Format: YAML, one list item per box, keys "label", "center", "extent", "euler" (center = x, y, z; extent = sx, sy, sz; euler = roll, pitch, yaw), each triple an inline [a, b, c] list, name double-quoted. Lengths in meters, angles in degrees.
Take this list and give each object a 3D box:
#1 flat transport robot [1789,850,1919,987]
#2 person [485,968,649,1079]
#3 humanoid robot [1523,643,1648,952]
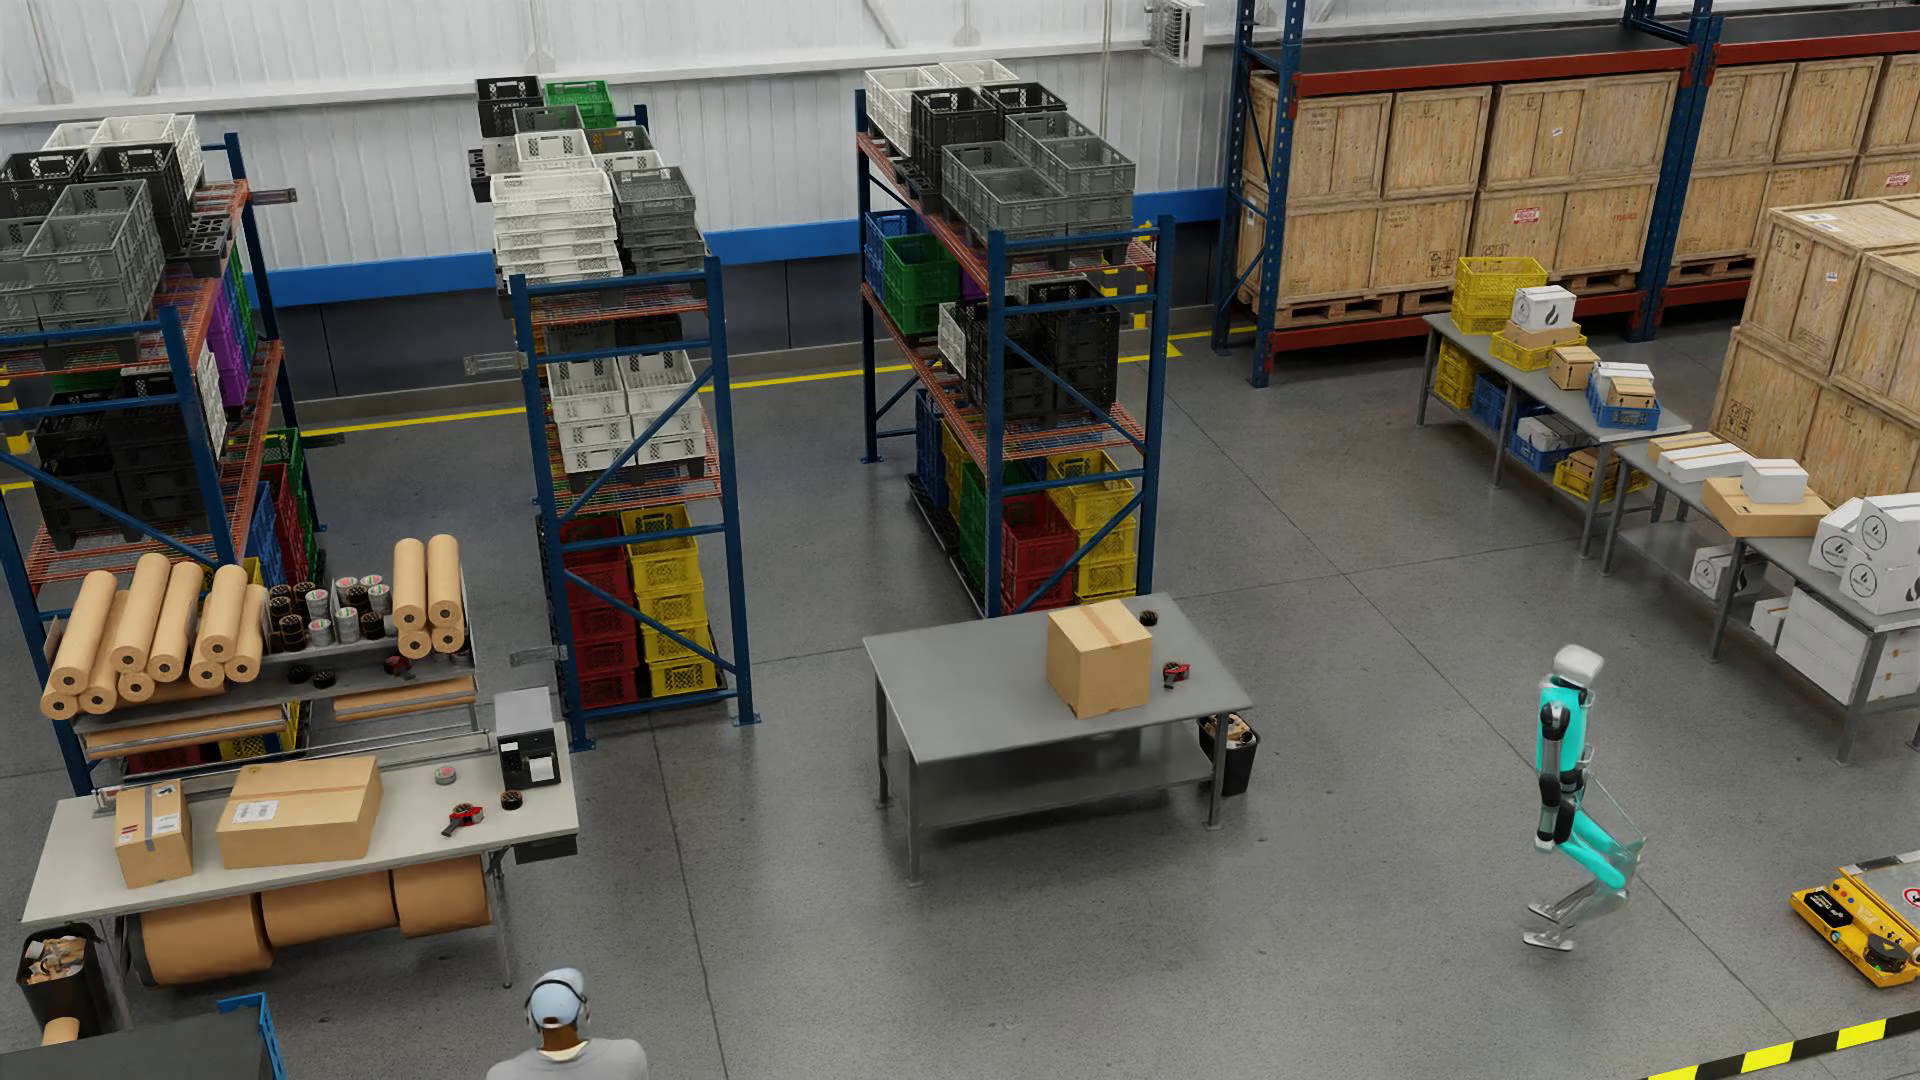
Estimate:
- label: "flat transport robot"
  center: [5.163, 1.916, 8.676]
  extent: [1.431, 0.231, 0.659]
  euler: [-8, 30, -14]
- label: "person"
  center: [-1.423, 2.341, 6.259]
  extent: [0.596, 1.849, 0.395]
  euler: [-8, 30, -15]
- label: "humanoid robot"
  center: [3.101, 1.311, 8.112]
  extent: [0.735, 1.677, 0.533]
  euler: [15, 32, 25]
